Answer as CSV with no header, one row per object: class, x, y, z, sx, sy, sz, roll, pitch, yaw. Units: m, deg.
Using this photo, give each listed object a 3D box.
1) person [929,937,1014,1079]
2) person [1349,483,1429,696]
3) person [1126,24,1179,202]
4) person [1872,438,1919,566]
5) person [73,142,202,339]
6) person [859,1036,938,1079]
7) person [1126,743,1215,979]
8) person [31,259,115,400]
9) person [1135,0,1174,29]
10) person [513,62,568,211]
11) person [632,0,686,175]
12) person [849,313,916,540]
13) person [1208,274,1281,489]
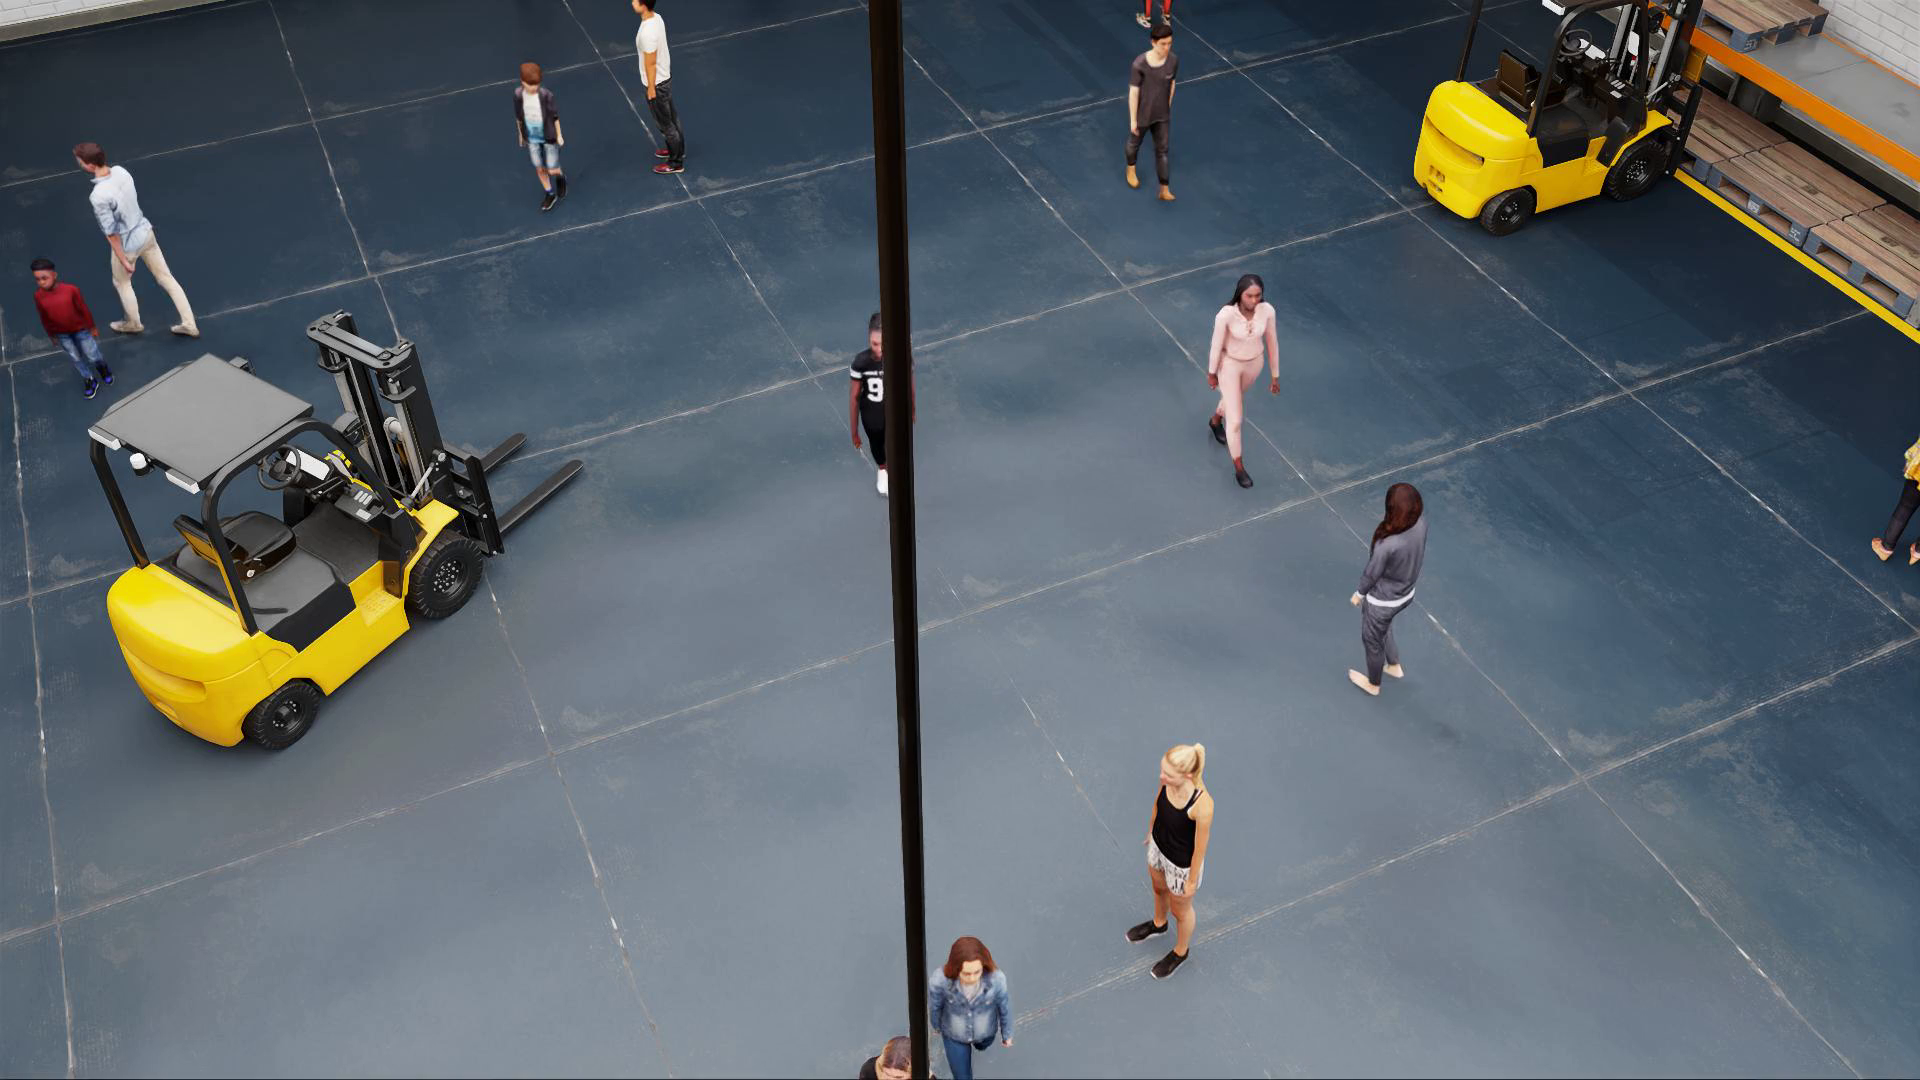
person,0.050,2.462,8.665,0.784,1.455,1.037,-4,44,-4
person,2.805,0.383,10.625,0.705,1.760,0.734,-32,52,-29
person,1.704,-3.972,15.259,0.758,1.675,1.071,-10,44,-10
person,6.854,-0.483,11.610,0.884,1.655,0.939,10,44,10
person,-6.617,-2.388,13.492,1.078,1.818,1.051,11,45,12
person,-0.266,2.823,8.138,0.914,1.658,1.009,12,45,12
person,1.199,1.719,9.163,0.663,1.844,0.470,-22,48,-21
person,-7.050,-1.722,13.208,0.553,1.246,0.580,-10,44,-10
person,2.128,-6.362,17.671,0.671,1.808,0.597,-9,44,-10
person,-3.793,-3.722,15.167,0.686,1.439,0.742,5,44,5
person,-2.810,-4.303,15.522,0.757,1.800,0.610,-2,44,-2
person,-0.556,-0.921,12.050,0.923,1.682,1.234,-2,44,-2
person,2.062,-1.304,12.462,0.761,1.668,1.179,-12,45,-12
